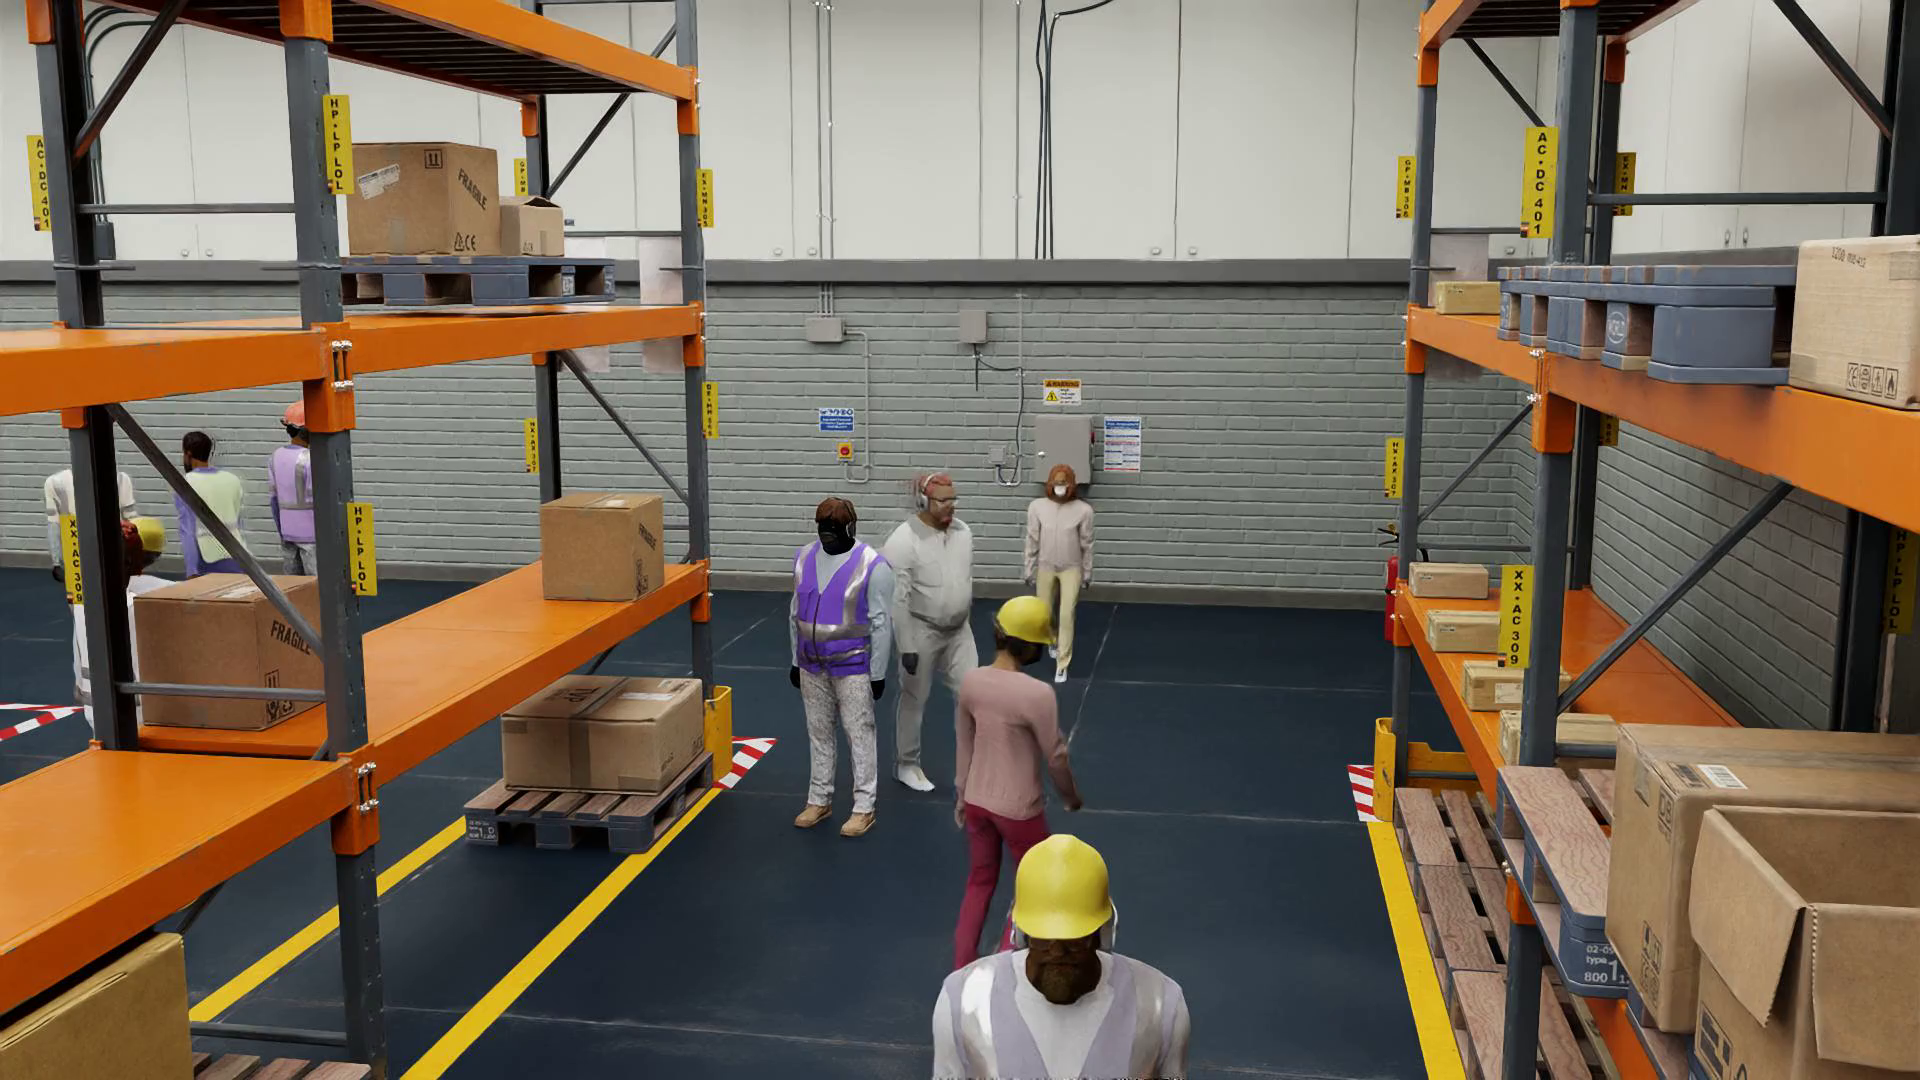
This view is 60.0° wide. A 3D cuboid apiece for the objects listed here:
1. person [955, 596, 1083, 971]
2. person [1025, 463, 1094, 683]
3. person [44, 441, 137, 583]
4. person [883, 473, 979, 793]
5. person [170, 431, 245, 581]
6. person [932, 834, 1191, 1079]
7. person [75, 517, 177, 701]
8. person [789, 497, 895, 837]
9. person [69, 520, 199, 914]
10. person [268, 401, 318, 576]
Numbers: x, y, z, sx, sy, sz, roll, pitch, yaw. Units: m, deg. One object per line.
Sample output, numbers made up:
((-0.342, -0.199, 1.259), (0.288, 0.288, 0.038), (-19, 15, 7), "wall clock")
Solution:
((0.222, 1.077, 6.816), (0.424, 1.734, 0.534), (-8, 12, -40), "person")
((0.751, 0.218, 12.440), (0.509, 1.617, 0.608), (2, 9, 12), "person")
((-6.541, 0.068, 12.577), (0.603, 1.885, 0.972), (-4, 10, -25), "person")
((-0.072, 0.564, 9.513), (0.666, 1.878, 0.833), (-7, 12, -38), "person")
((-5.475, 0.151, 12.086), (0.949, 1.864, 0.599), (5, 10, 26), "person")
((0.221, 1.530, 3.699), (0.591, 1.833, 0.404), (0, 9, 0), "person")
((-4.444, 0.739, 8.911), (0.568, 1.727, 0.483), (-2, 9, -11), "person")
((-0.661, 0.675, 8.988), (0.625, 1.837, 0.428), (5, 11, 30), "person")
((-3.899, 0.840, 7.801), (0.583, 1.882, 0.350), (6, 11, 33), "person")
((-5.007, -0.047, 12.781), (0.615, 2.041, 0.386), (6, 11, 34), "person")
